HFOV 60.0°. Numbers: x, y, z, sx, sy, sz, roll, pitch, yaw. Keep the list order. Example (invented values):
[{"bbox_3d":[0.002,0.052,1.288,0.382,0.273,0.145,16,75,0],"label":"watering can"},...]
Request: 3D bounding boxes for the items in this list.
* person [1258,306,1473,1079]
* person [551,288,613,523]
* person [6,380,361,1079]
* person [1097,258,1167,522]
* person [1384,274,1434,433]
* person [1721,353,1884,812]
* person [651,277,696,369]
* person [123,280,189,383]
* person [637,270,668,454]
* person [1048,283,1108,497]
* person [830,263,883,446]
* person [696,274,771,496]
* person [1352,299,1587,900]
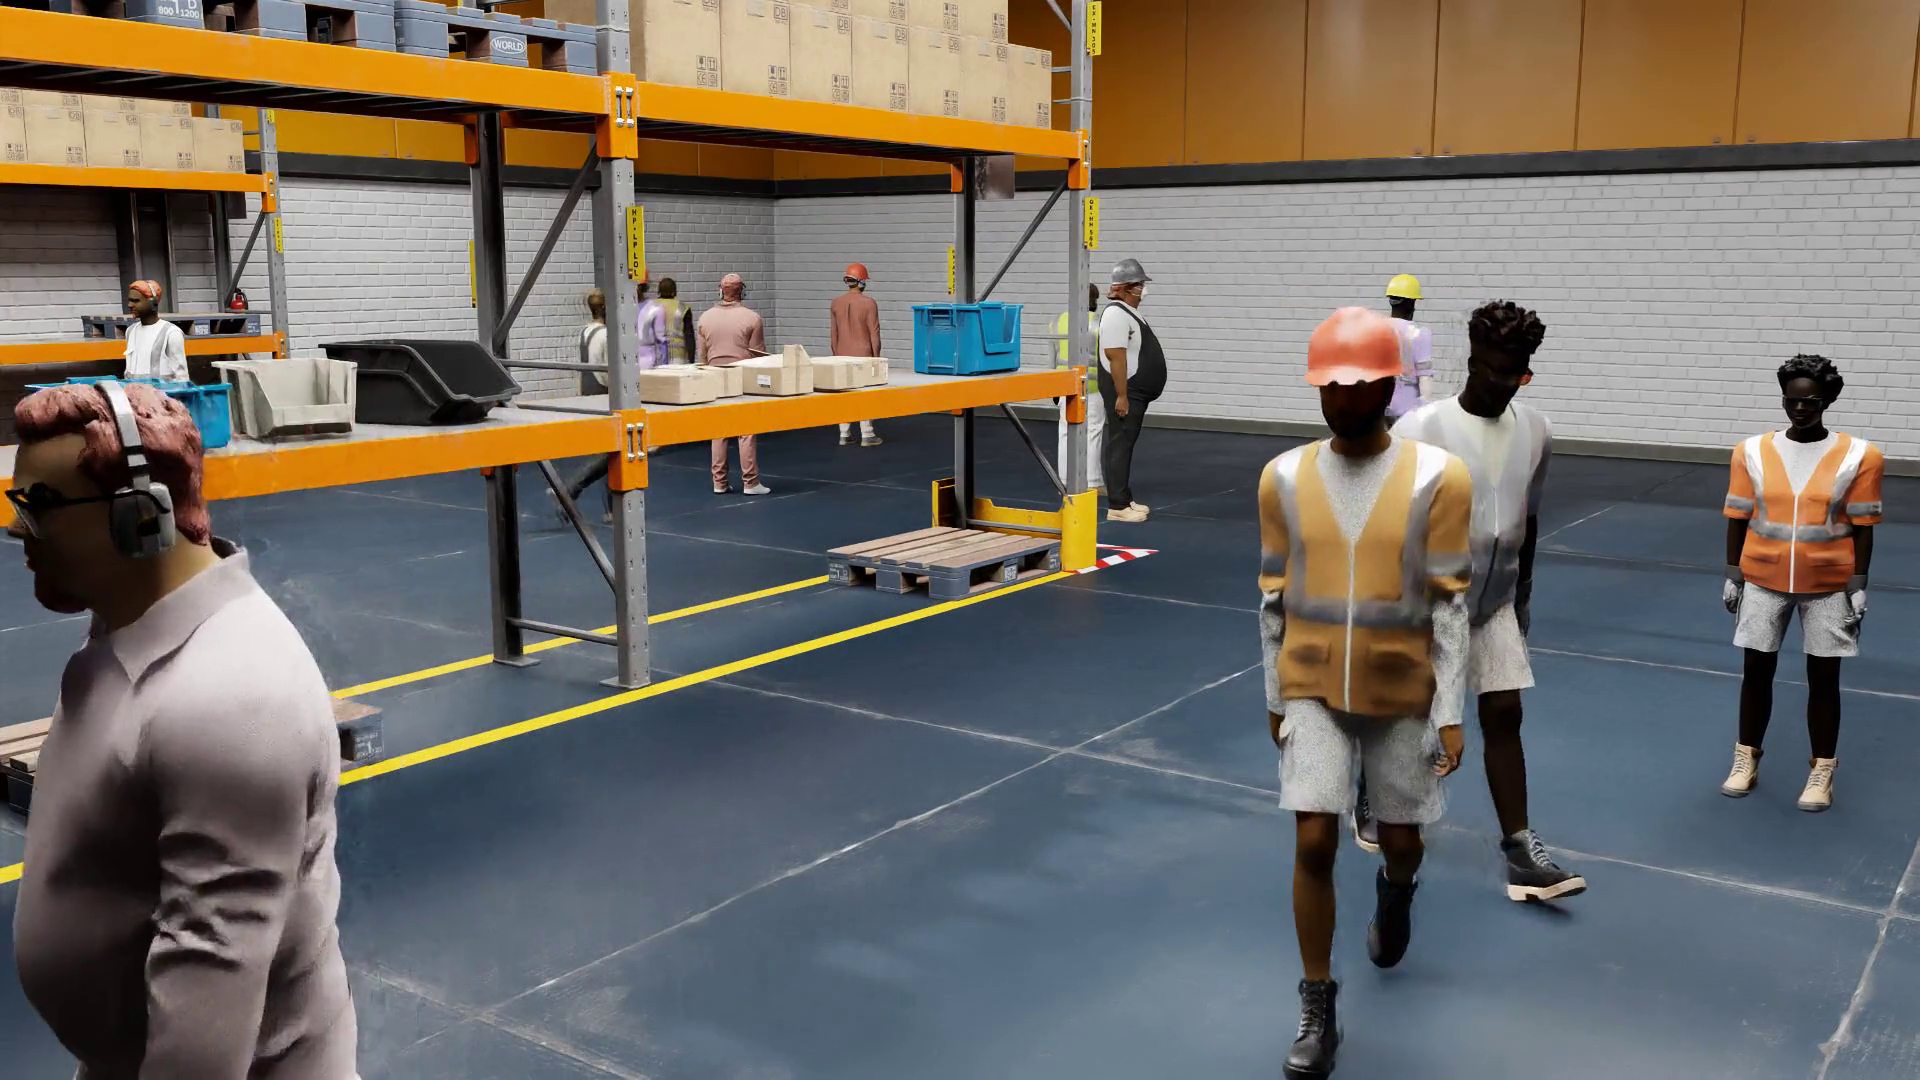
[{"bbox_3d":[1.042,0.353,4.305,0.548,1.918,0.785,4,10,22],"label":"person"},{"bbox_3d":[-2.772,-1.001,12.657,0.706,1.824,0.528,-7,12,-34],"label":"person"},{"bbox_3d":[-1.140,0.727,2.235,0.966,1.856,0.668,-7,12,-37],"label":"person"},{"bbox_3d":[1.349,-1.174,13.029,0.539,2.000,0.688,2,10,11],"label":"person"},{"bbox_3d":[3.148,-0.946,12.007,0.373,1.925,0.595,-9,13,-44],"label":"person"},{"bbox_3d":[3.096,0.155,6.166,0.530,1.689,0.322,7,12,35],"label":"person"},{"bbox_3d":[-3.447,-2.186,19.696,0.662,1.823,0.481,1,10,4],"label":"person"},{"bbox_3d":[-5.850,-0.937,12.090,0.583,1.881,0.350,5,11,26],"label":"person"},{"bbox_3d":[-3.277,-1.831,17.109,0.602,2.002,1.058,3,10,18],"label":"person"},{"bbox_3d":[1.066,-1.291,14.328,0.634,1.839,0.429,7,12,34],"label":"person"},{"bbox_3d":[-1.130,-2.026,18.243,0.612,1.995,0.382,5,11,27],"label":"person"},{"bbox_3d":[-1.931,-1.333,14.368,0.651,1.910,0.409,4,10,20],"label":"person"},{"bbox_3d":[1.625,0.180,5.392,0.700,1.897,1.035,-3,10,-16],"label":"person"}]
